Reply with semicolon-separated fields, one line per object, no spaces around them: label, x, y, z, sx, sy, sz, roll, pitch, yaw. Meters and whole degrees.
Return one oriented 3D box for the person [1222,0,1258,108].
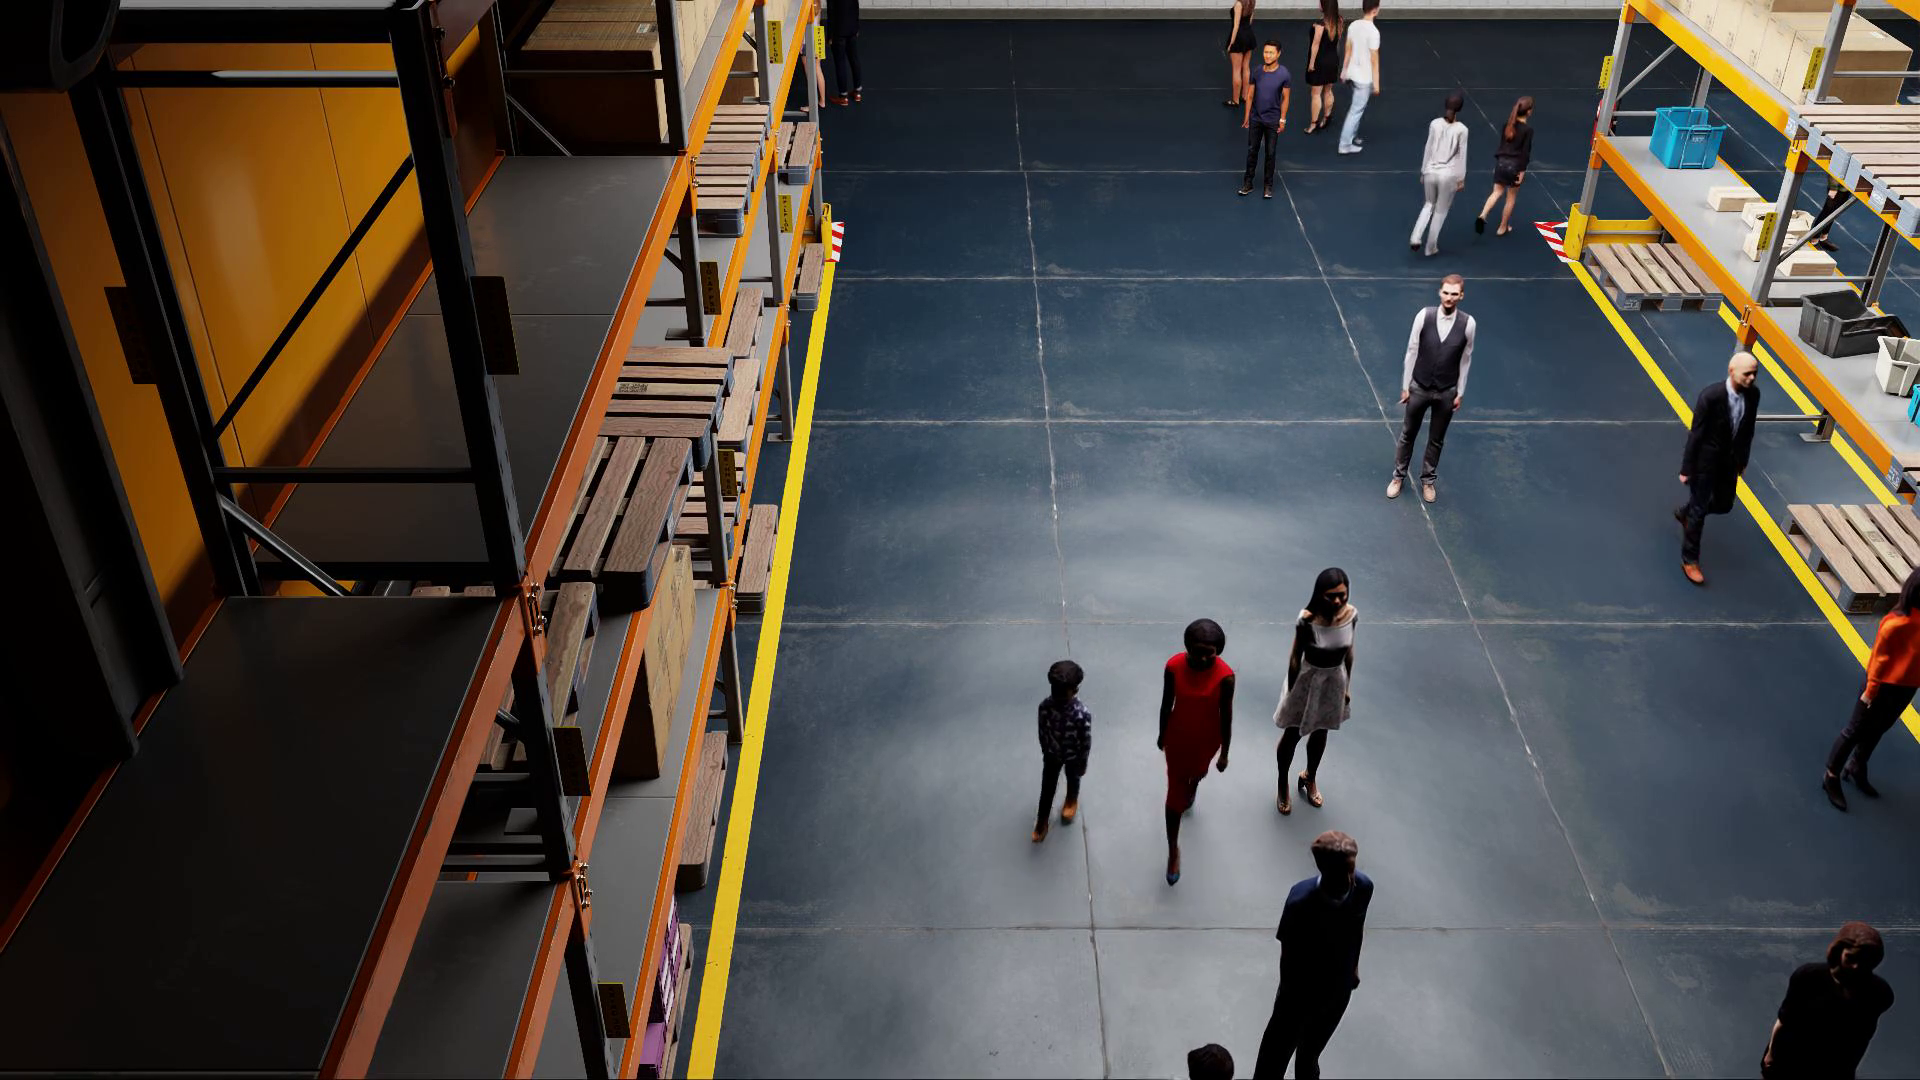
person;3.585;-6.386;21.228;0.741;1.675;0.675;27;42;34

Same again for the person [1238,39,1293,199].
person;3.428;-4.738;18.643;0.705;1.793;0.660;12;35;17

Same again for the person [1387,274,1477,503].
person;3.770;-1.228;13.232;0.715;1.937;0.671;9;35;14

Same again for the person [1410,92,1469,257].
person;4.929;-3.716;17.135;0.788;1.760;0.852;25;41;33

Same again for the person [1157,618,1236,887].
person;1.406;1.139;9.888;0.698;1.696;1.139;6;34;8

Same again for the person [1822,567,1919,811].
person;5.717;0.881;10.230;0.698;1.749;0.688;-14;36;-20

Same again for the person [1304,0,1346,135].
person;4.460;-5.827;20.354;0.751;1.713;0.798;-25;41;-33

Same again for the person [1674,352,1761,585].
person;5.614;-0.612;12.441;0.804;1.787;0.985;-5;34;-8

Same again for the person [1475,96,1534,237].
person;5.802;-3.942;17.672;0.904;1.542;0.845;-29;43;-36

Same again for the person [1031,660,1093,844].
person;0.667;1.225;10.183;0.641;1.228;0.823;9;35;14

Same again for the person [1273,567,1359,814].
person;2.172;0.920;10.147;0.709;1.774;0.710;-8;34;-11

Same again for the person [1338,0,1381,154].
person;4.673;-5.492;19.735;0.857;1.840;0.747;-11;35;-16

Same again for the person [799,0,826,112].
person;-1.894;-6.299;21.048;0.749;1.730;0.641;18;37;25

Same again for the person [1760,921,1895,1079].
person;4.045;2.445;7.914;0.635;1.706;0.582;9;35;13

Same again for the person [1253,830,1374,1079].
person;1.746;2.153;8.205;0.735;1.871;0.693;-13;36;-18

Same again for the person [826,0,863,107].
person;-1.480;-6.496;21.266;0.784;1.818;0.834;-27;42;-34
